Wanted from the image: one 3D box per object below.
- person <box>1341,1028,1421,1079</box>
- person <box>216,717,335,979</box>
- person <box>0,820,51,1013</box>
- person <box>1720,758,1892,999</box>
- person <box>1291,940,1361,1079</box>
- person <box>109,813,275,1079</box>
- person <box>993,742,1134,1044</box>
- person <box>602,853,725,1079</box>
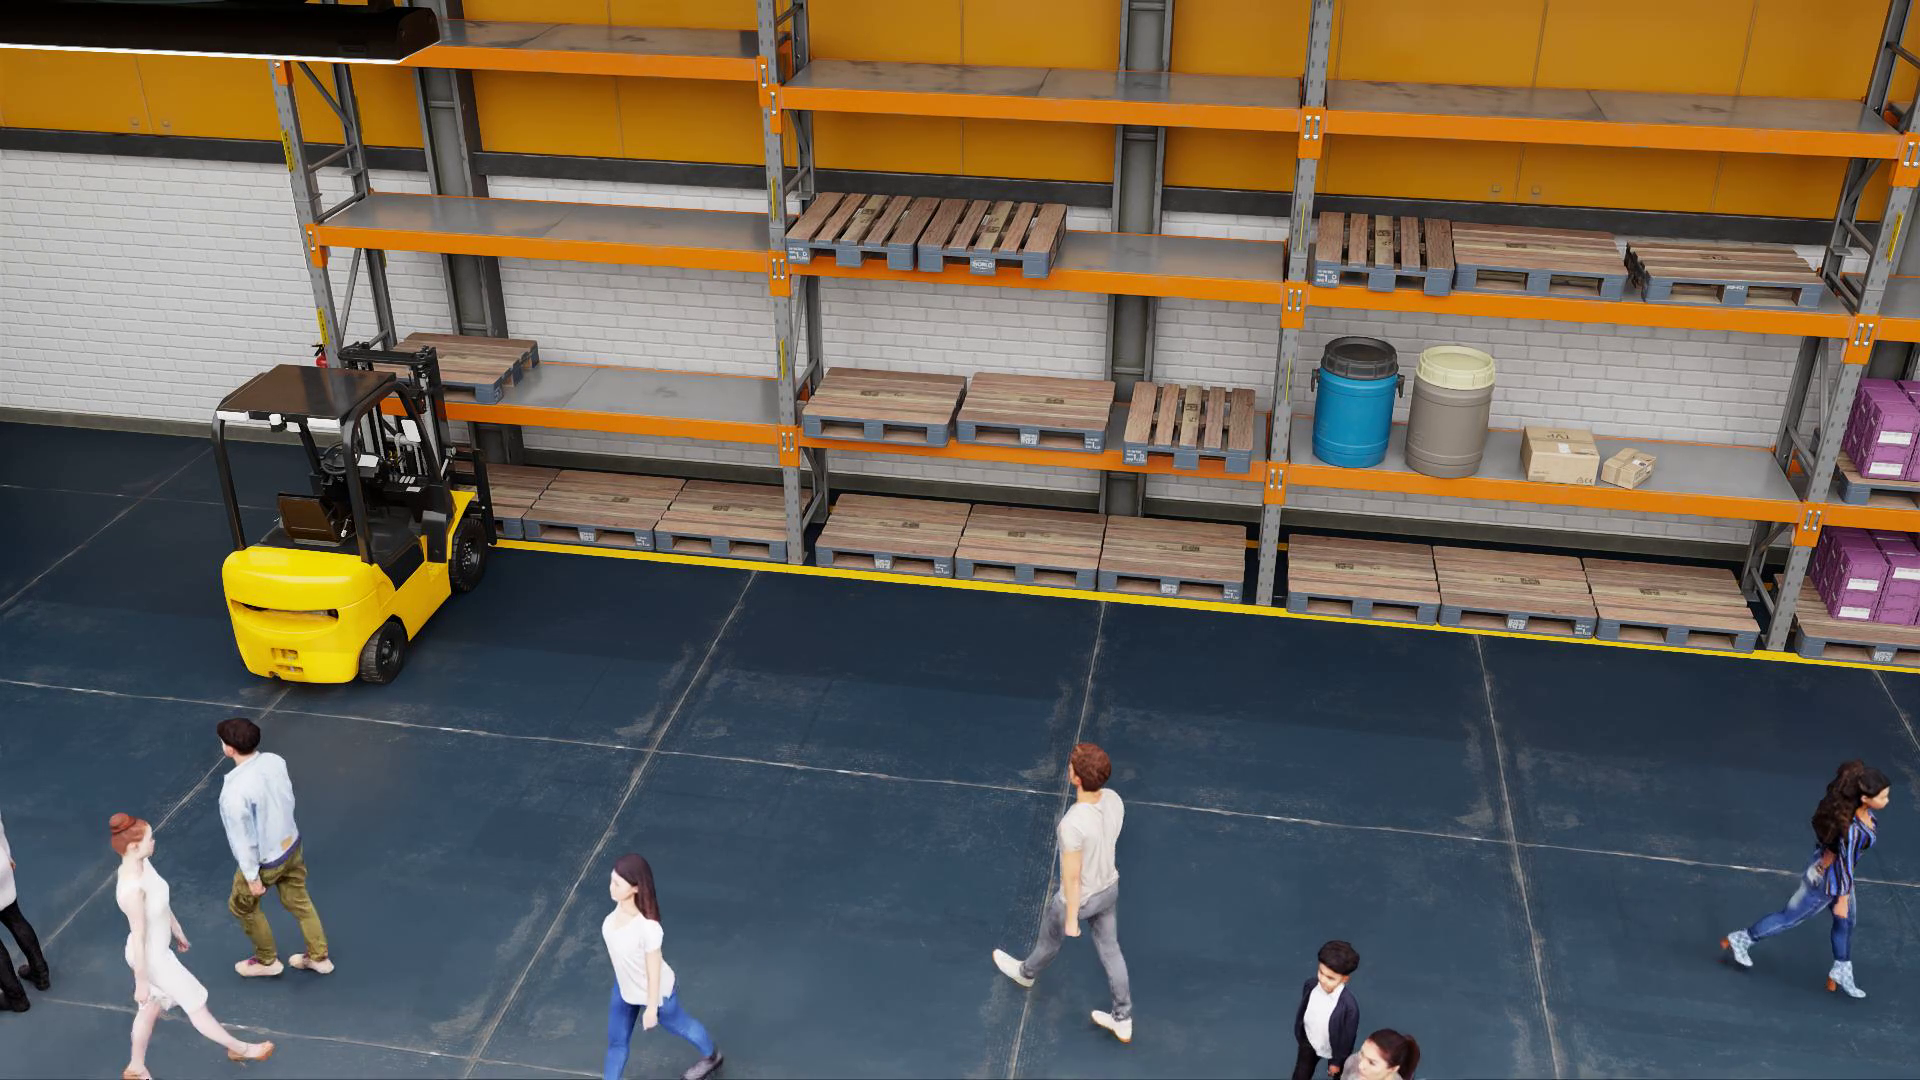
[{"bbox_3d":[1.974,2.888,7.765,1.187,1.633,1.022,-12,31,-22],"label":"person"},{"bbox_3d":[-3.897,1.818,9.559,0.794,1.794,0.718,7,29,12],"label":"person"},{"bbox_3d":[-5.541,1.904,9.391,0.616,1.803,0.657,8,30,15],"label":"person"},{"bbox_3d":[4.897,1.938,9.563,1.127,1.579,0.869,17,33,28],"label":"person"},{"bbox_3d":[1.973,2.594,8.764,0.842,1.193,0.846,-25,37,-38],"label":"person"},{"bbox_3d":[-4.365,2.252,8.809,1.110,1.750,0.956,-8,30,-15],"label":"person"},{"bbox_3d":[0.774,1.994,9.184,1.299,1.844,1.093,23,36,35],"label":"person"},{"bbox_3d":[-1.568,2.342,8.762,1.134,1.637,1.099,-19,34,-31],"label":"person"}]
